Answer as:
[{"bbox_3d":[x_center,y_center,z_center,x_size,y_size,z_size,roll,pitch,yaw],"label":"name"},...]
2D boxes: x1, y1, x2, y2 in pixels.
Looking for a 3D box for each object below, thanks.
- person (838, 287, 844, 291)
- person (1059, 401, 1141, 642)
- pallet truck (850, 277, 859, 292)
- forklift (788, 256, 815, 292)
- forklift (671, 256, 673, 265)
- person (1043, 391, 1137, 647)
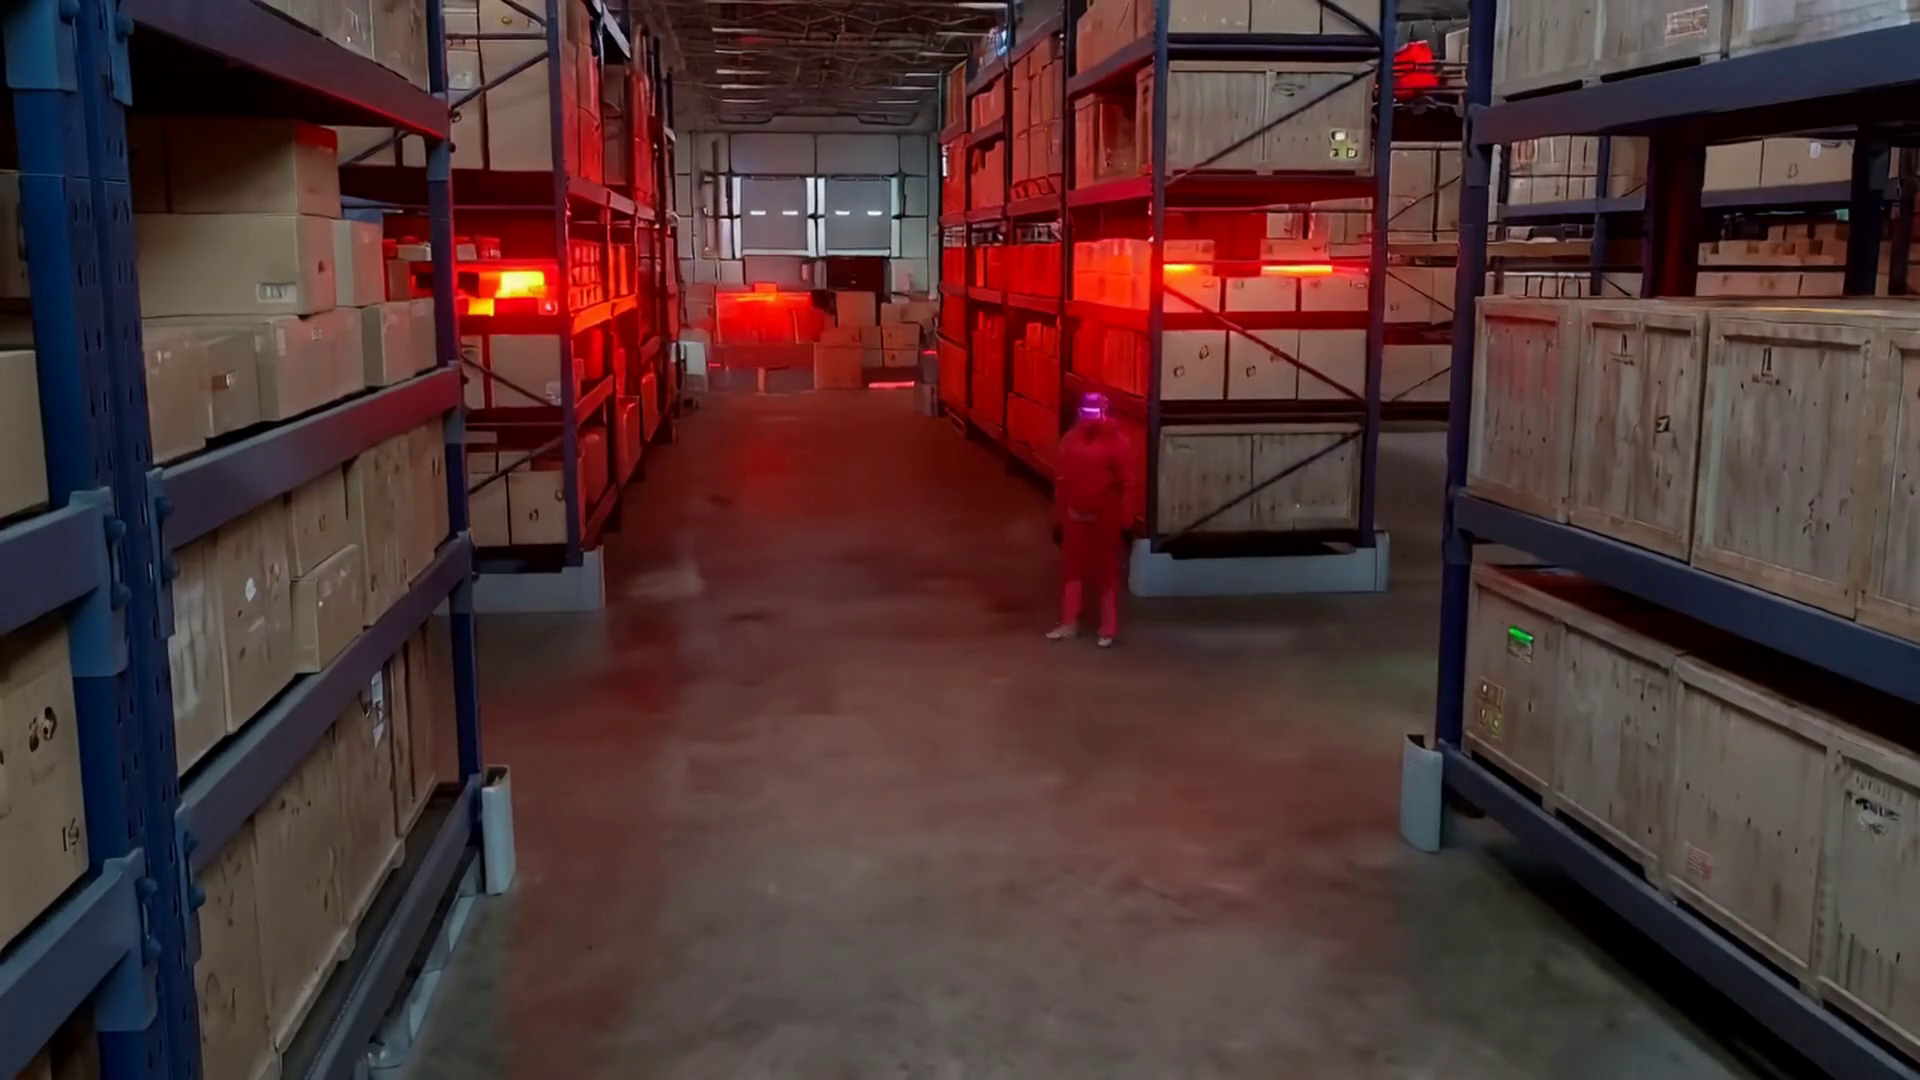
[{"bbox_3d":[-4.577,-8.851,63.699,0.313,1.642,0.513,3,10,14],"label":"person"},{"bbox_3d":[1.004,-0.126,12.371,0.674,1.829,0.533,6,11,30],"label":"person"},{"bbox_3d":[-3.782,-9.391,65.808,1.885,1.965,0.823,2,10,10],"label":"pallet truck"},{"bbox_3d":[-5.632,-8.715,59.305,1.129,2.768,1.873,-7,12,-35],"label":"forklift"},{"bbox_3d":[-10.987,-9.066,61.344,1.129,2.768,1.873,-1,10,-7],"label":"forklift"},{"bbox_3d":[0.947,-0.152,12.342,0.723,1.899,0.405,6,11,31],"label":"person"}]
